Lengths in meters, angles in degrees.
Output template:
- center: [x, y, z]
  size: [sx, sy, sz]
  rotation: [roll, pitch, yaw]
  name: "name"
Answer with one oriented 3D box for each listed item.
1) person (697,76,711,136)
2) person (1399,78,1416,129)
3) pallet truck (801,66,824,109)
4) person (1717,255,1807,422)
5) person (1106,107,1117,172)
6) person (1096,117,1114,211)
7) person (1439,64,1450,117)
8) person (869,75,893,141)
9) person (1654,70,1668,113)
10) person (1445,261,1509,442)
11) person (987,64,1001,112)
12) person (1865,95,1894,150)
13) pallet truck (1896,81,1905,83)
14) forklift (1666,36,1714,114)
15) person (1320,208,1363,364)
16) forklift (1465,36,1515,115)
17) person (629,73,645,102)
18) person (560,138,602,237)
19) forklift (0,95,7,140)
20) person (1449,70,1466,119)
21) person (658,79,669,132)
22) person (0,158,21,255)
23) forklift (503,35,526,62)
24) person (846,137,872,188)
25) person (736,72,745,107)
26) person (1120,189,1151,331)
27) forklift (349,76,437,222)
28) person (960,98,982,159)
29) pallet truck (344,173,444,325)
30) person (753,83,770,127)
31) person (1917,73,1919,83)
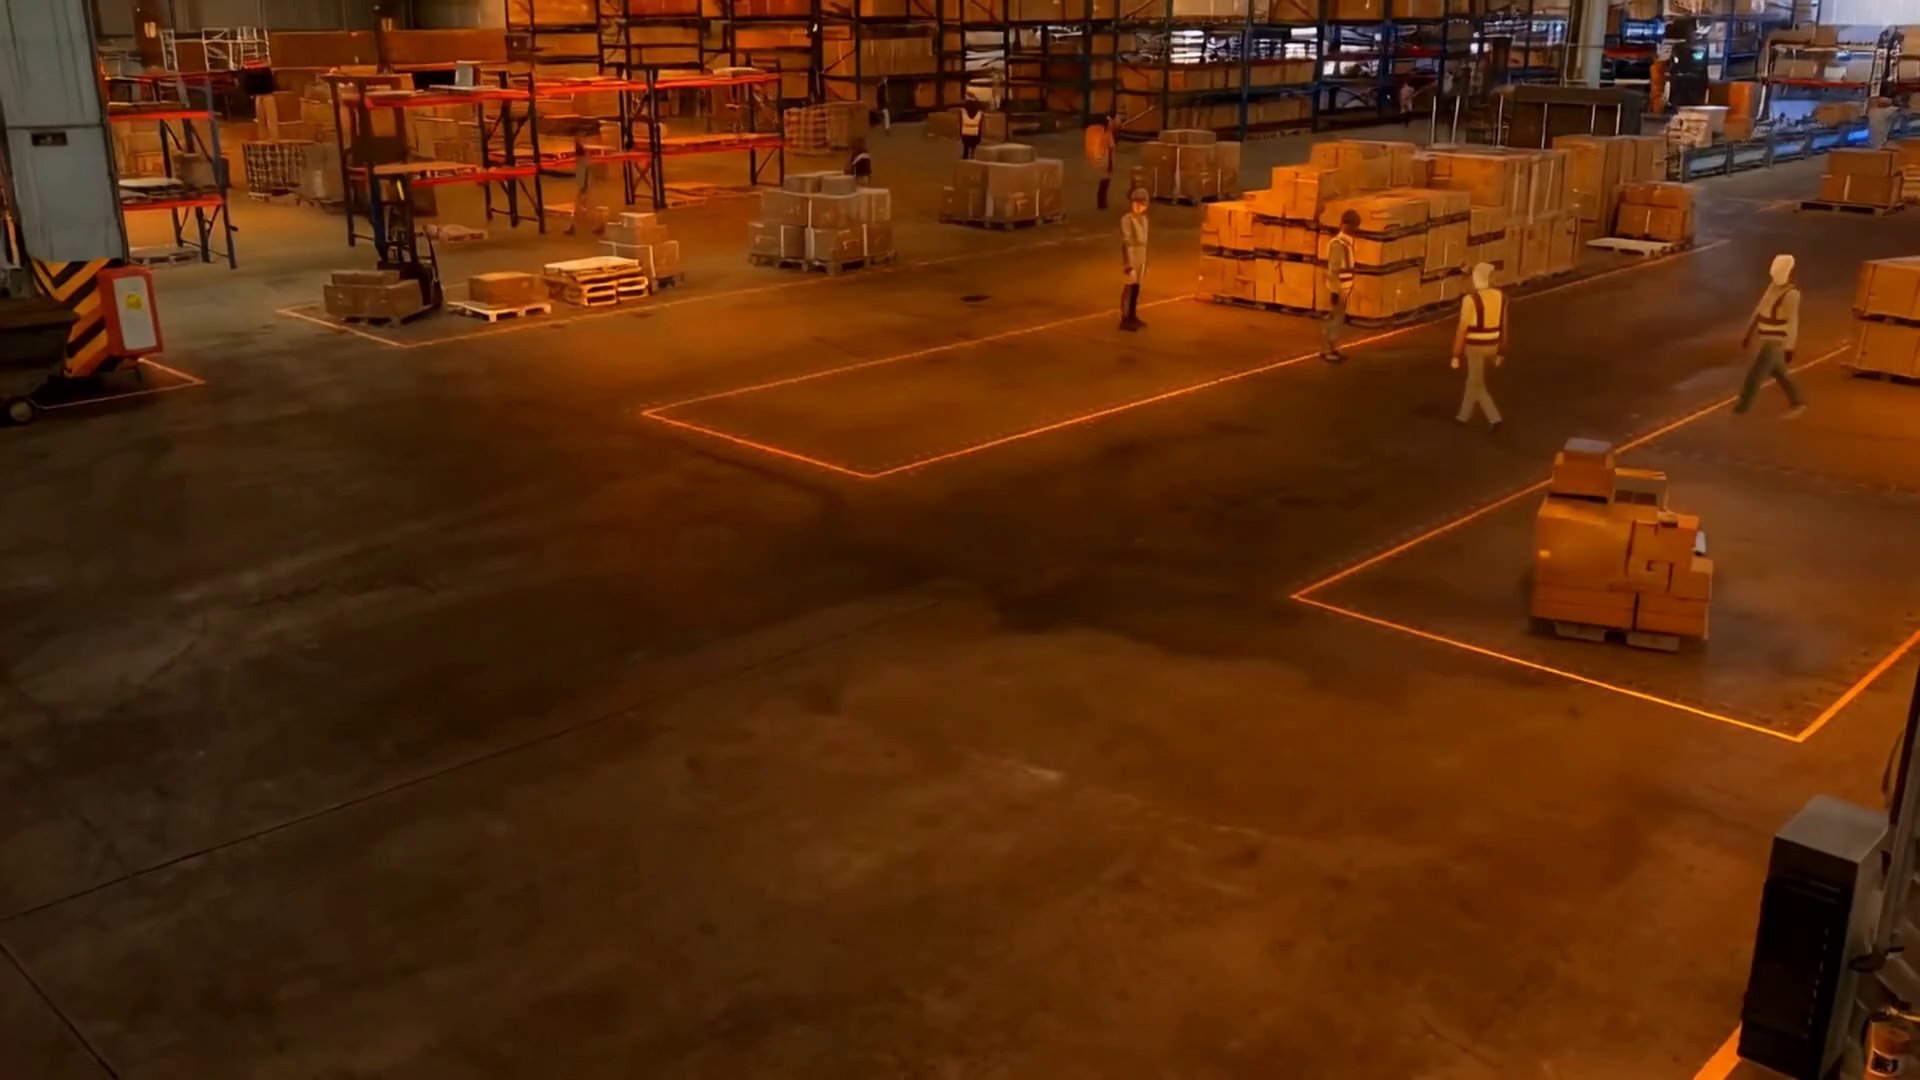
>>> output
- center: [-7.977, -13.423, 51.701]
  size: [0.373, 1.936, 0.629]
  rotation: [-13, 22, -34]
  name: "person"
- center: [14.976, -14.618, 55.675]
  size: [0.547, 1.682, 0.358]
  rotation: [5, 19, 14]
  name: "person"
- center: [-4.812, -15.182, 56.903]
  size: [0.823, 1.965, 1.885]
  rotation: [-9, 21, -26]
  name: "pallet truck"
- center: [8.827, -2.173, 17.972]
  size: [0.993, 1.839, 0.579]
  rotation: [1, 18, 4]
  name: "person"
- center: [3.861, -10.268, 42.662]
  size: [0.311, 1.636, 0.521]
  rotation: [-7, 19, -19]
  name: "person"
- center: [3.089, -7.995, 35.367]
  size: [0.470, 1.922, 0.742]
  rotation: [-7, 19, -19]
  name: "person"
- center: [17.780, -16.522, 61.103]
  size: [0.682, 1.885, 0.686]
  rotation: [13, 22, 34]
  name: "person"
- center: [-2.451, -13.348, 51.414]
  size: [0.693, 1.975, 0.620]
  rotation: [4, 19, 13]
  name: "person"
- center: [22.396, -13.964, 53.174]
  size: [0.414, 2.028, 0.612]
  rotation: [8, 20, 22]
  name: "person"
- center: [5.477, -1.975, 17.356]
  size: [0.588, 1.854, 0.925]
  rotation: [-9, 21, -26]
  name: "person"
- center: [1.288, -16.333, 60.533]
  size: [0.636, 1.899, 0.690]
  rotation: [-3, 19, -9]
  name: "person"
- center: [23.910, -10.620, 43.316]
  size: [0.543, 1.892, 0.668]
  rotation: [-14, 23, -36]
  name: "person"
- center: [34.802, -16.331, 61.455]
  size: [0.653, 1.274, 1.630]
  rotation: [17, 25, 41]
  name: "pallet truck"
- center: [27.341, -17.291, 61.877]
  size: [1.129, 2.768, 1.873]
  rotation: [17, 25, 41]
  name: "forklift"
- center: [4.786, -3.180, 20.846]
  size: [0.426, 1.939, 0.600]
  rotation: [11, 21, 31]
  name: "person"
- center: [19.973, -17.201, 61.605]
  size: [1.873, 2.768, 1.129]
  rotation: [16, 24, 40]
  name: "forklift"
- center: [-11.707, -16.077, 60.163]
  size: [0.554, 1.617, 0.614]
  rotation: [-16, 24, -40]
  name: "person"
- center: [-7.193, -6.674, 31.530]
  size: [0.510, 1.830, 0.849]
  rotation: [15, 24, 38]
  name: "person"
- center: [-29.721, -13.726, 51.136]
  size: [1.129, 2.768, 1.873]
  rotation: [13, 23, 35]
  name: "forklift"
- center: [17.896, -15.948, 59.604]
  size: [0.531, 1.733, 0.774]
  rotation: [-13, 23, -35]
  name: "person"
- center: [-9.734, -14.189, 54.380]
  size: [0.322, 1.696, 0.536]
  rotation: [5, 19, 16]
  name: "person"
- center: [-16.817, -5.899, 29.211]
  size: [0.631, 1.823, 0.738]
  rotation: [3, 19, 8]
  name: "person"
- center: [-16.784, -17.651, 62.961]
  size: [1.873, 2.768, 1.129]
  rotation: [6, 19, 17]
  name: "forklift"
- center: [-1.800, -6.340, 30.195]
  size: [1.030, 2.000, 0.684]
  rotation: [-8, 20, -22]
  name: "person"
- center: [-7.275, -14.650, 55.419]
  size: [0.384, 1.930, 0.540]
  rotation: [-6, 19, -17]
  name: "person"
- center: [2.425, -3.854, 22.883]
  size: [0.374, 1.928, 0.542]
  rotation: [13, 23, 35]
  name: "person"
- center: [-11.689, -7.984, 33.836]
  size: [1.873, 2.768, 1.129]
  rotation: [17, 25, 41]
  name: "forklift"
- center: [0.274, -10.325, 42.451]
  size: [0.598, 1.887, 0.842]
  rotation: [-3, 19, -10]
  name: "person"
- center: [-8.209, -4.181, 23.757]
  size: [0.823, 1.965, 1.885]
  rotation: [3, 19, 9]
  name: "pallet truck"
- center: [-6.750, -14.932, 56.687]
  size: [0.843, 1.654, 0.540]
  rotation: [13, 22, 34]
  name: "person"
- center: [37.774, -17.888, 65.406]
  size: [0.611, 1.772, 0.938]
  rotation: [-14, 23, -36]
  name: "person"
